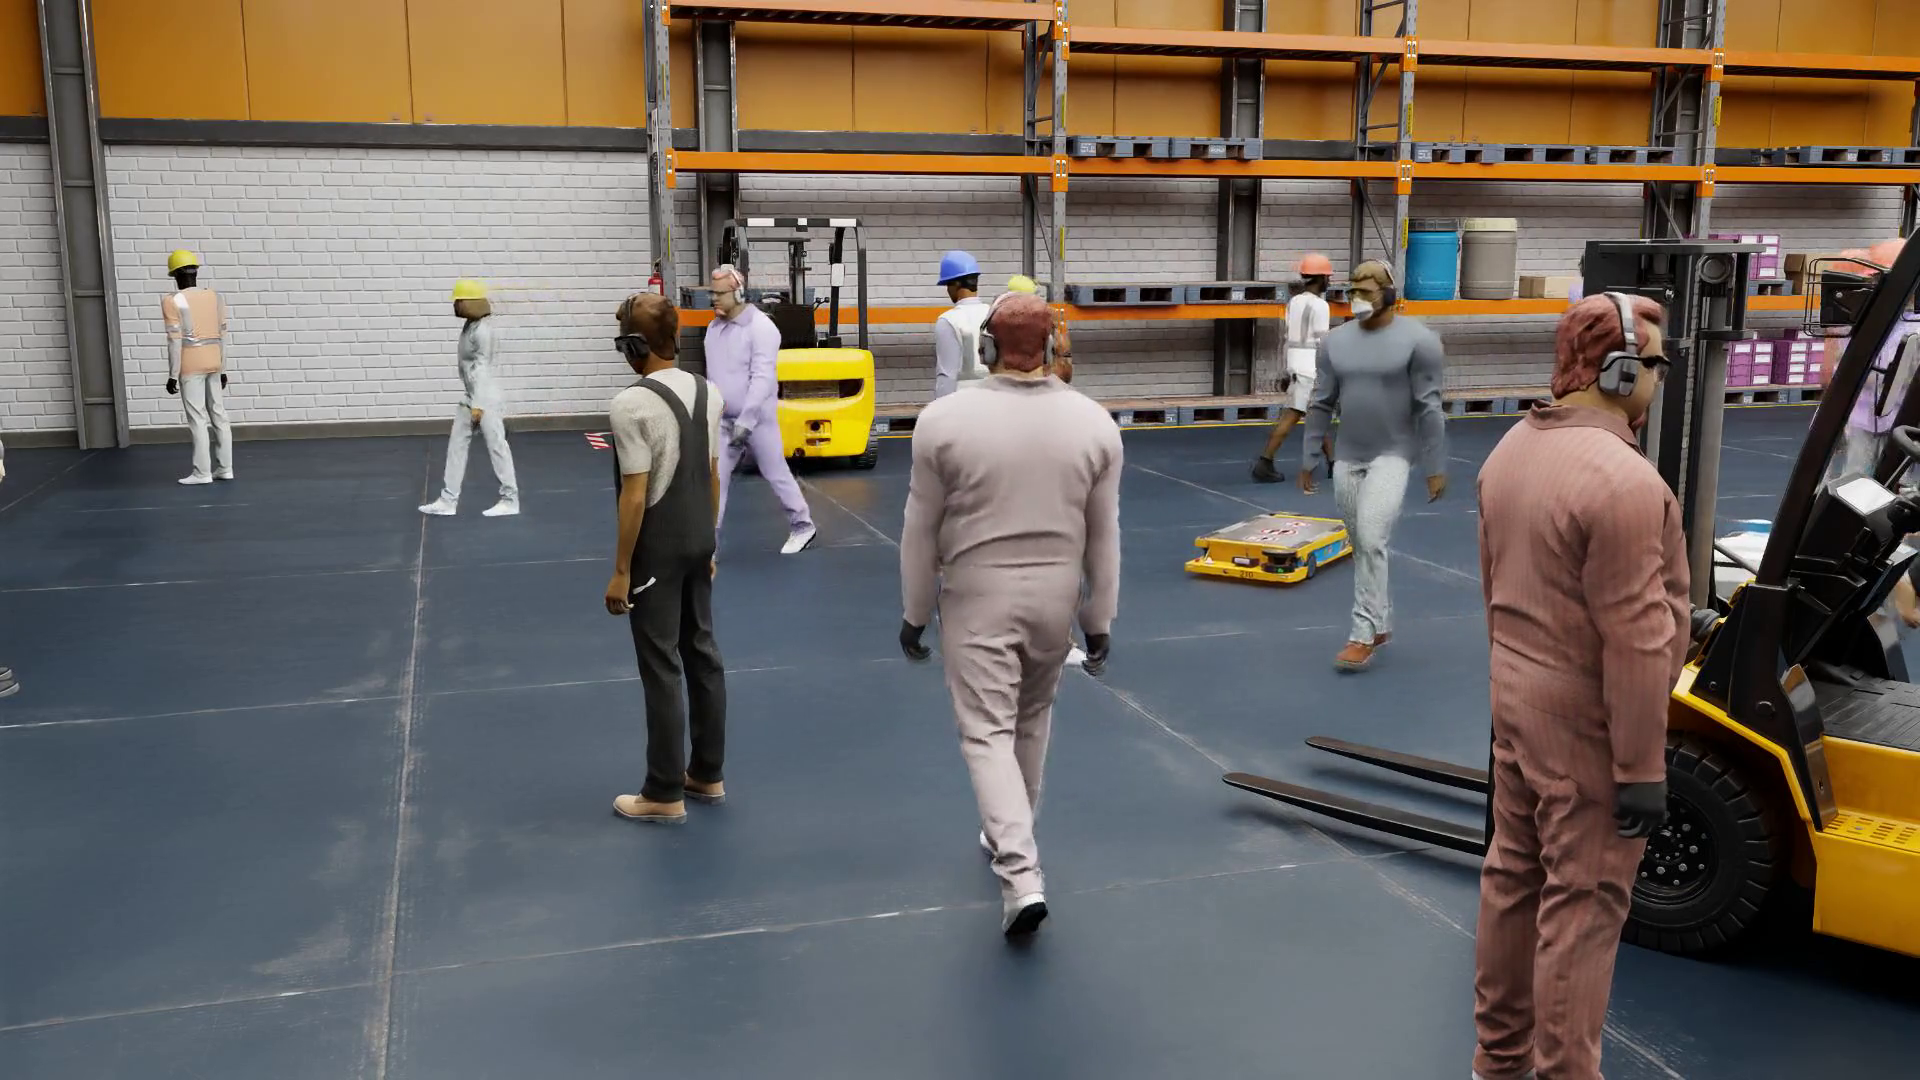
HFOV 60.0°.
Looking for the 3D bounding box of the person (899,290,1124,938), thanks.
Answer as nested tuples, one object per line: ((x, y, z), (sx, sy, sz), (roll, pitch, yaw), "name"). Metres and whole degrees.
((0.159, 0.198, 4.962), (0.651, 1.877, 0.929), (-3, 11, -18), "person")

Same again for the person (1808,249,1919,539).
((5.917, -0.922, 10.900), (0.987, 1.957, 0.617), (1, 10, 4), "person")

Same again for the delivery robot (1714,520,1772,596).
((4.126, 0.139, 8.617), (0.707, 0.478, 0.477), (4, 11, 23), "delivery robot")

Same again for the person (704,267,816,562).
((-1.314, -0.770, 10.359), (0.621, 1.849, 1.061), (7, 13, 35), "person")

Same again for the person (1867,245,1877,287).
((9.601, -2.126, 17.510), (0.552, 1.937, 0.356), (-9, 14, -41), "person")

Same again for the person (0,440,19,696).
((-4.423, -0.207, 7.317), (0.403, 1.825, 0.595), (-7, 13, -35), "person")

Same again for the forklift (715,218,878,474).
((-1.522, -1.778, 14.899), (1.214, 2.155, 2.313), (-3, 11, -17), "forklift")

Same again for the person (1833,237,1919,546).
((5.216, -0.667, 9.284), (0.708, 2.022, 0.620), (-7, 12, -34), "person")

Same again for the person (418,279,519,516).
((-3.560, -1.002, 11.926), (0.796, 1.710, 0.513), (-6, 12, -31), "person")

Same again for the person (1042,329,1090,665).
((0.288, -0.179, 7.760), (0.722, 1.609, 0.512), (-3, 11, -17), "person")

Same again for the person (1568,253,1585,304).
((6.439, -2.015, 17.050), (0.645, 1.885, 1.047), (-4, 11, -21), "person")

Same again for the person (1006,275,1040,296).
((0.557, -1.096, 12.394), (0.698, 1.744, 0.529), (4, 11, 20), "person")

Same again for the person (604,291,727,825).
((-1.024, 0.067, 5.761), (0.345, 1.840, 0.504), (6, 12, 30), "person")

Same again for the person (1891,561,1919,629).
((5.133, -0.511, 8.373), (0.795, 2.000, 0.690), (1, 10, 6), "person")

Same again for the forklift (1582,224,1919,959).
((2.909, 0.117, 4.508), (2.313, 2.155, 1.214), (9, 14, 40), "forklift")

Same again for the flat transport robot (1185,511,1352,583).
((1.989, 0.028, 10.275), (0.652, 0.197, 1.431), (7, 12, 32), "flat transport robot")

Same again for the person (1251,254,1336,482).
((2.871, -1.408, 13.726), (1.022, 1.888, 0.559), (-2, 11, -12), "person")

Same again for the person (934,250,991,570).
((0.039, -0.778, 10.120), (0.397, 1.939, 0.602), (8, 13, 36), "person")

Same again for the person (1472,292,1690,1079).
((1.387, 0.411, 3.693), (0.410, 1.906, 0.642), (-1, 10, -8), "person")

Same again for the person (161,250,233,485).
((-6.259, -1.403, 13.613), (0.398, 1.914, 0.589), (4, 11, 23), "person")

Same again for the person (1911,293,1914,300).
((6.739, -1.054, 11.891), (0.567, 1.841, 0.377), (-7, 13, -35), "person")

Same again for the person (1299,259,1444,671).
((1.867, -0.345, 7.813), (0.665, 1.908, 0.798), (10, 14, 44), "person")
